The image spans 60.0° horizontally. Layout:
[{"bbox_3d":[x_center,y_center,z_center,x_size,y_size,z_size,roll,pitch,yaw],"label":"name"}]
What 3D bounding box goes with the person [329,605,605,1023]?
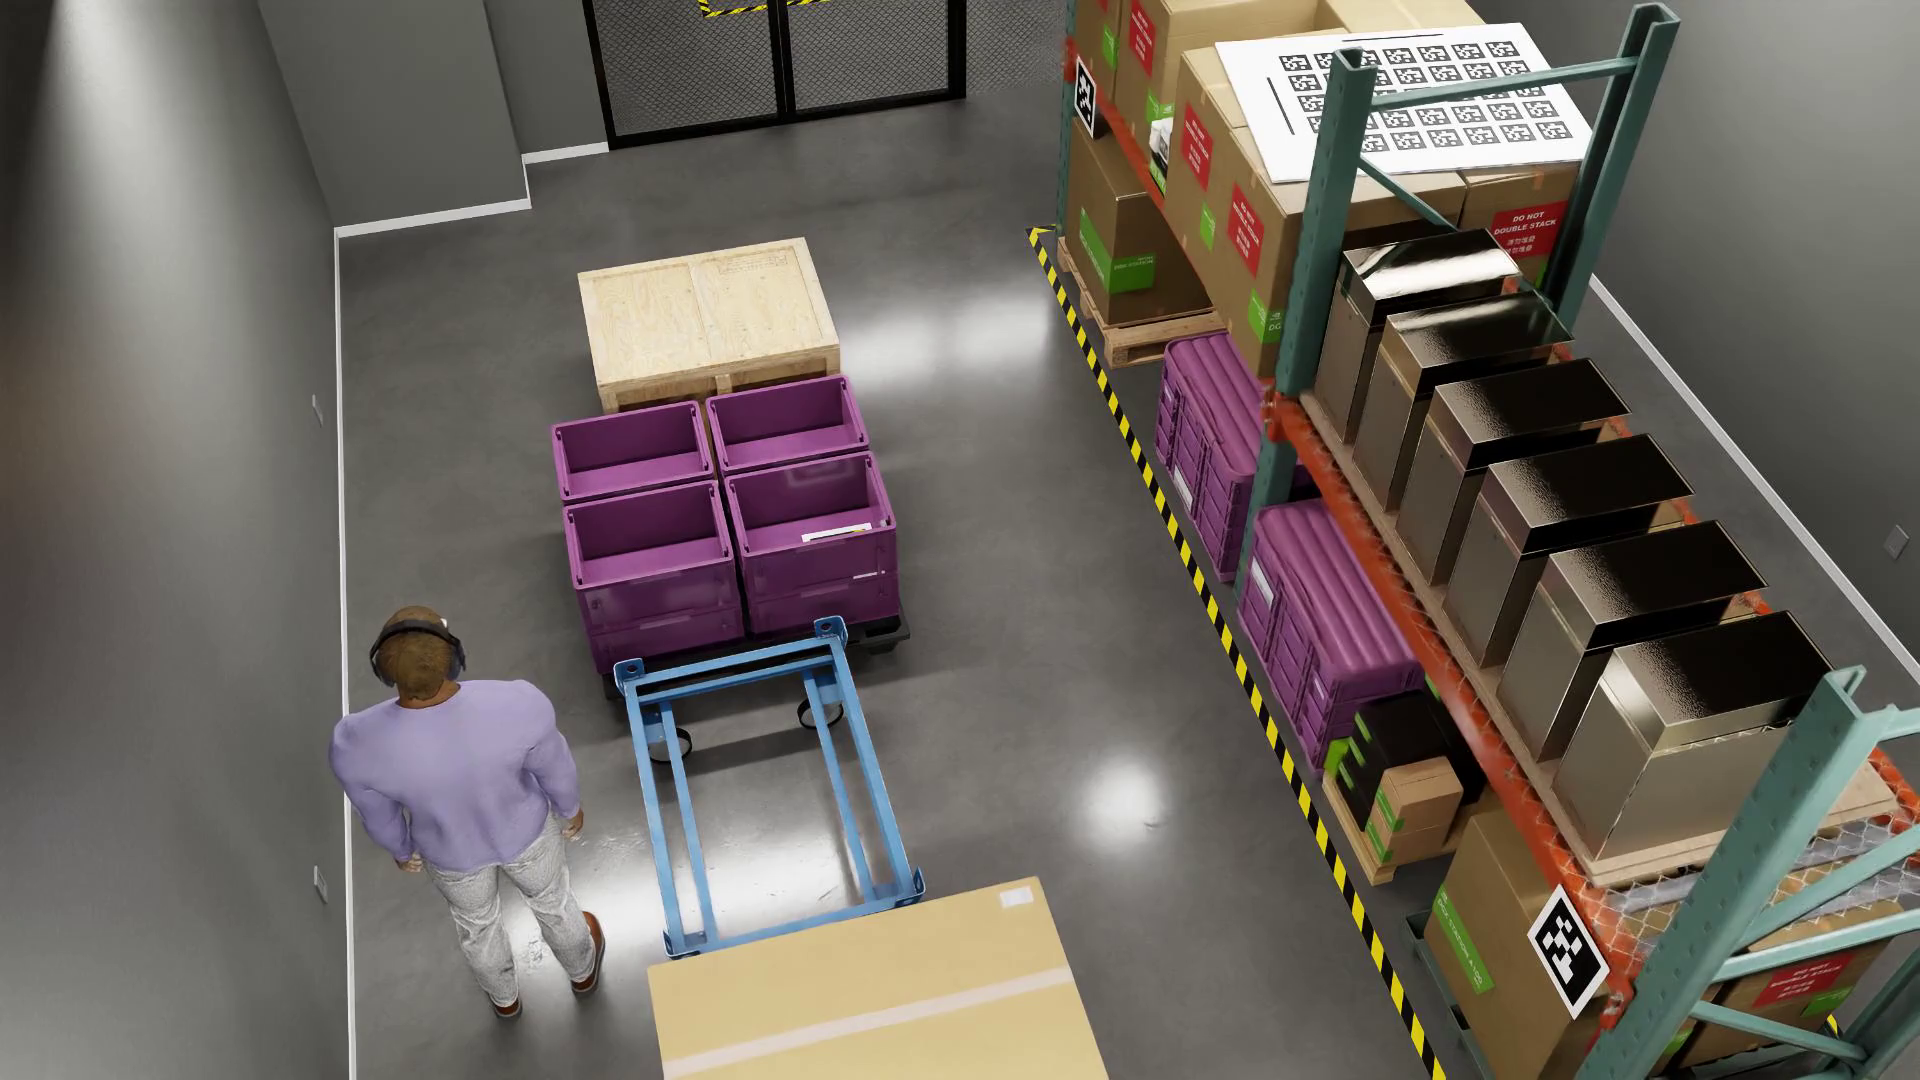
[{"bbox_3d":[-1.458,0.874,5.084,0.631,1.940,0.372,-13,49,-12],"label":"person"}]
